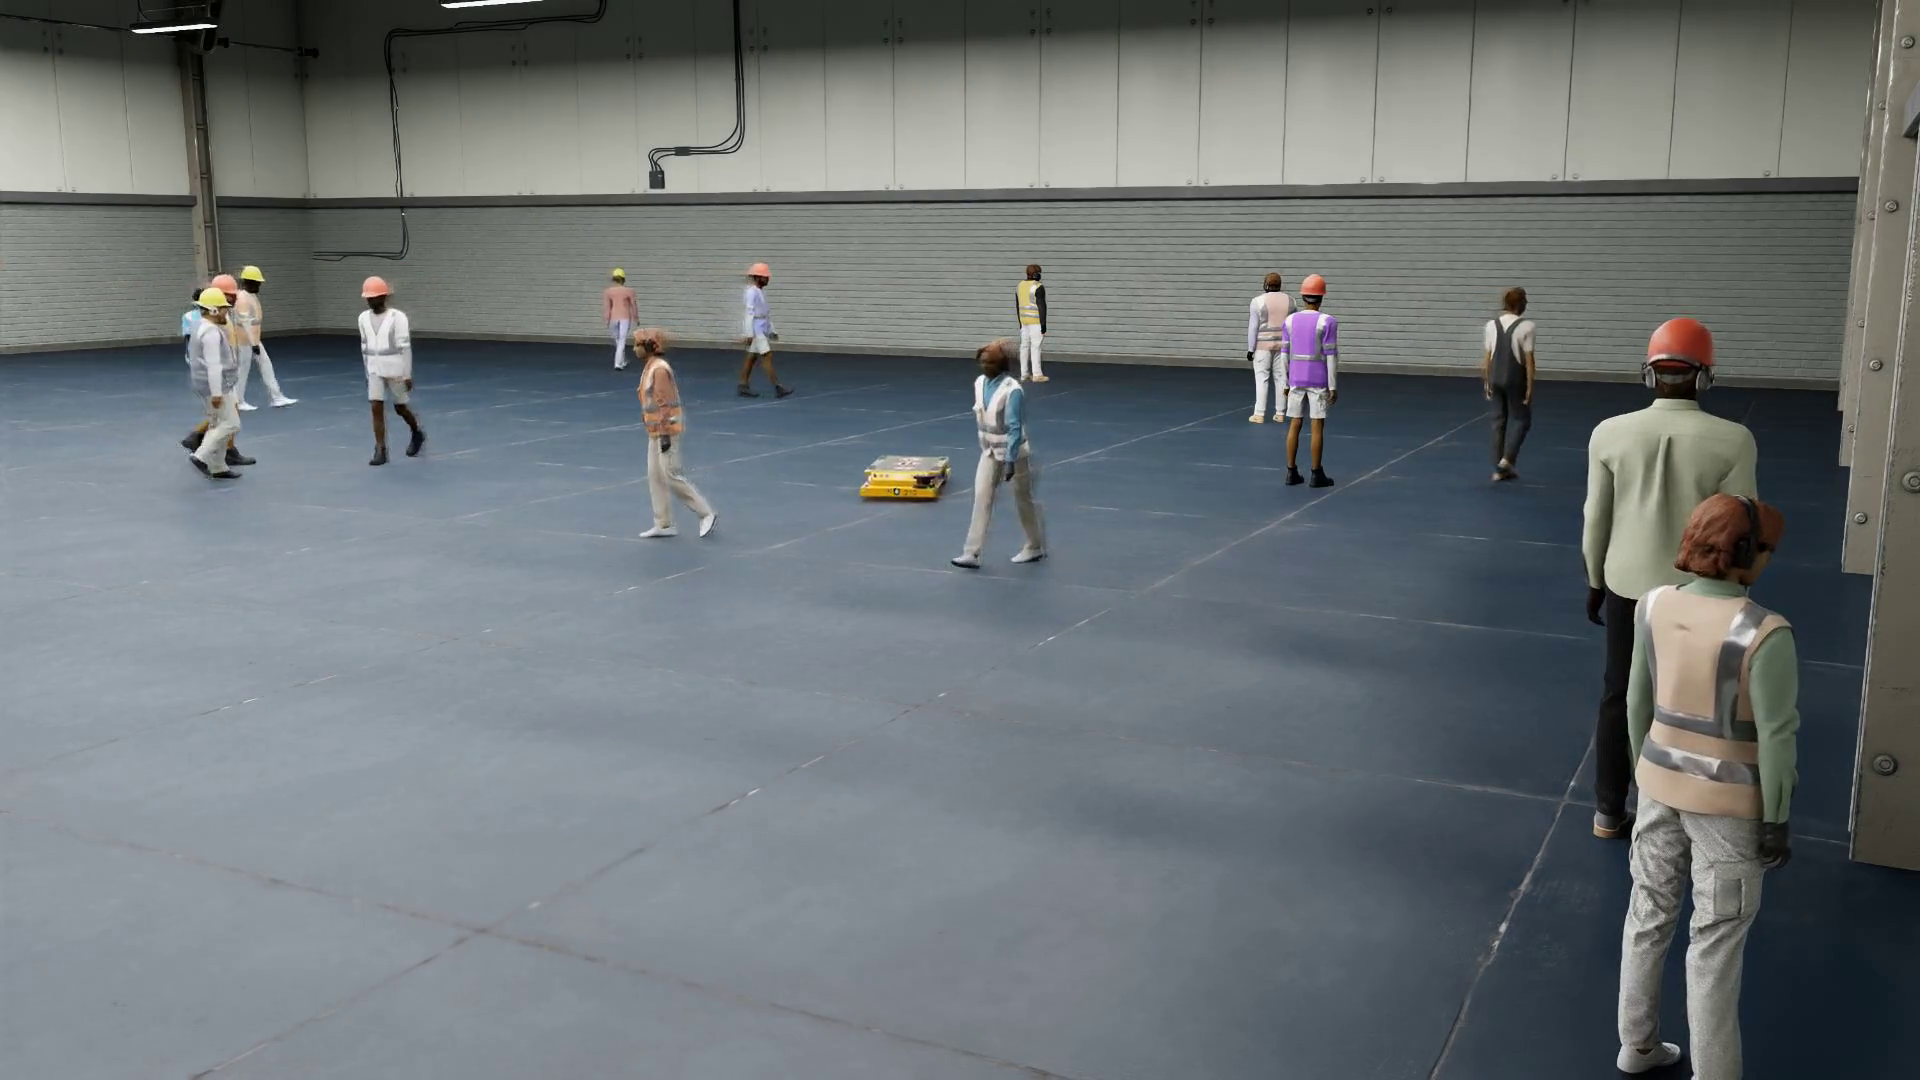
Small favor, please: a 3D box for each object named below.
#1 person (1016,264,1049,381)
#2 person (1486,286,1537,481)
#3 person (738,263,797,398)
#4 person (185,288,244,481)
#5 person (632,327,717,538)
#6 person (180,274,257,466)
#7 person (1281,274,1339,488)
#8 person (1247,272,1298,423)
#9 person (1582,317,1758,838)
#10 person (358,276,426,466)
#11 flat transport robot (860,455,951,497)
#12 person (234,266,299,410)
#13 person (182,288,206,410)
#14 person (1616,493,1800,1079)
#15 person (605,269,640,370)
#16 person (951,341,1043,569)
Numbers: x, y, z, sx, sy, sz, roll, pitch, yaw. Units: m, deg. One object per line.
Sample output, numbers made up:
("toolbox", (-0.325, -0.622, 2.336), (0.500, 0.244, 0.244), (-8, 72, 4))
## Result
("person", (1.161, -3.423, 26.255), (0.429, 1.843, 0.633), (-8, 13, -37))
("person", (5.133, -1.447, 15.521), (0.504, 1.833, 0.393), (10, 14, 43))
("person", (-2.740, -2.953, 23.528), (0.946, 1.890, 0.571), (1, 10, 7))
("person", (-6.940, -1.427, 15.442), (0.474, 1.815, 0.604), (-8, 13, -36))
("person", (-2.173, -0.807, 12.604), (0.555, 1.612, 0.533), (-4, 11, -22))
("person", (-7.412, -1.678, 16.556), (0.645, 1.913, 0.579), (-3, 11, -18))
("person", (3.212, -1.451, 15.229), (0.552, 1.938, 0.356), (8, 13, 38))
("person", (3.816, -2.360, 20.458), (0.633, 1.842, 0.429), (-3, 11, -16))
("person", (2.647, 0.170, 6.239), (0.608, 1.996, 0.375), (7, 13, 34))
("person", (-5.775, -1.734, 16.911), (0.556, 1.901, 0.859), (2, 11, 10))
("flat transport robot", (-0.478, -0.591, 15.094), (0.652, 0.197, 1.431), (1, 10, 5))
("person", (-9.178, -2.633, 21.819), (0.901, 1.883, 0.600), (-1, 10, -8))
("person", (-9.688, -2.416, 21.351), (0.541, 1.633, 0.969), (-2, 11, -12))
("person", (1.960, 0.690, 4.378), (0.310, 1.639, 0.514), (-4, 11, -23))
("person", (-5.821, -3.780, 28.550), (0.527, 1.722, 0.920), (2, 11, 13))
("person", (0.276, -0.576, 11.430), (0.893, 1.569, 0.522), (-9, 14, -41))
